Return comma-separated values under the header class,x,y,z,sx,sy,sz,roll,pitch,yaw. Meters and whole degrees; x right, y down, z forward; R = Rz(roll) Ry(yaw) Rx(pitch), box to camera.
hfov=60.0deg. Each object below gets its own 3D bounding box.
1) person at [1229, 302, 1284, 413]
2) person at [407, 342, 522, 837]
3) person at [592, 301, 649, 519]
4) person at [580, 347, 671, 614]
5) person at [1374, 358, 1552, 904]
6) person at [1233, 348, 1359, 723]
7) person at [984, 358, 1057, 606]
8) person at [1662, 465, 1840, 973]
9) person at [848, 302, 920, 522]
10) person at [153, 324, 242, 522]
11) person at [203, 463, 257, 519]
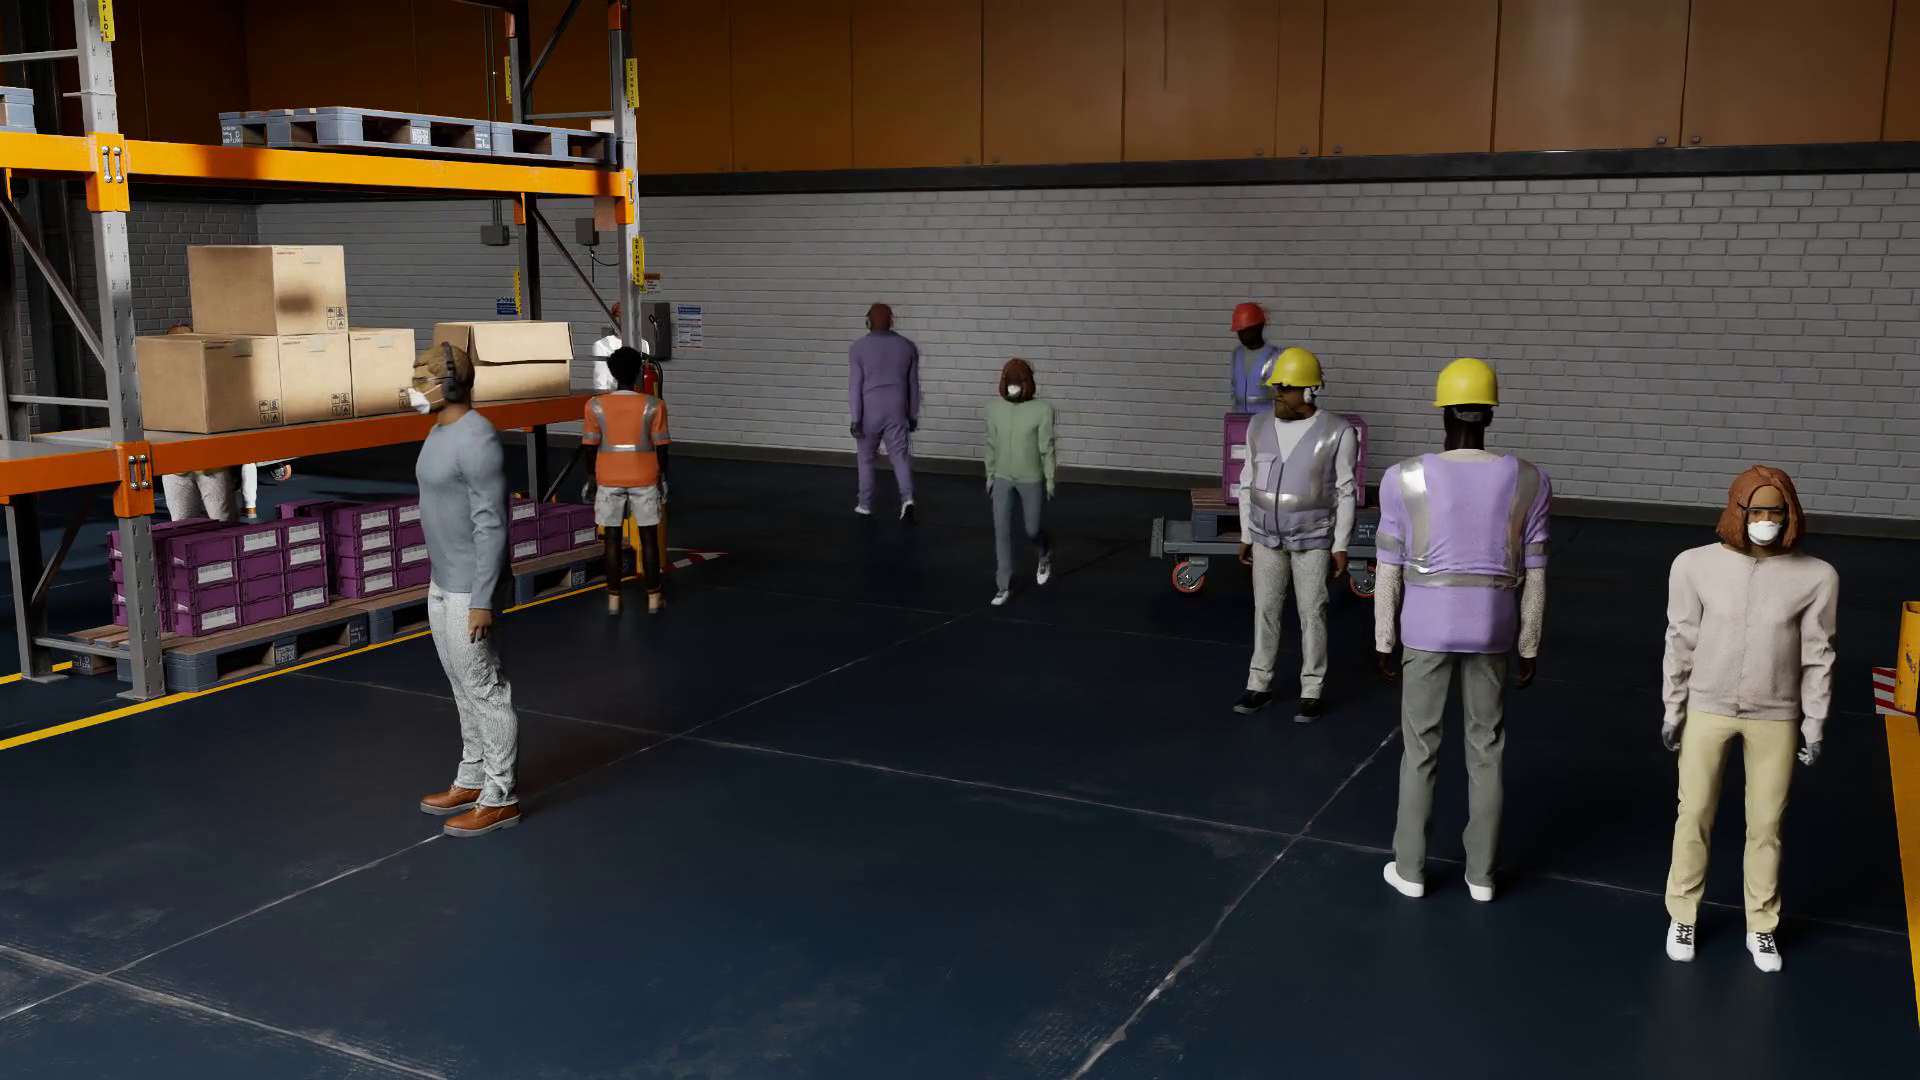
class,x,y,z,sx,sy,sz,roll,pitch,yaw
person,2.249,-0.851,12.681,0.609,1.901,0.580,-8,13,-39
person,-1.954,0.191,6.565,0.353,1.937,0.635,-6,11,-31
person,-2.844,-1.079,14.098,0.348,1.879,0.578,8,13,40
person,-2.108,-0.372,10.504,0.587,1.696,0.353,-1,10,-8
person,1.750,0.323,5.870,0.588,1.919,0.401,1,10,6
person,1.625,-0.021,8.116,0.591,1.828,0.404,7,12,34
person,0.414,-0.407,10.991,0.505,1.604,0.727,4,10,20
person,2.494,0.568,5.296,0.492,1.625,0.282,4,11,23
person,-0.635,-1.092,14.208,0.657,1.872,0.947,-4,11,-21
person,-4.905,-0.466,10.678,0.620,1.836,0.429,-1,10,-3
person,-6.289,-1.122,14.168,0.372,1.940,0.627,9,13,43
